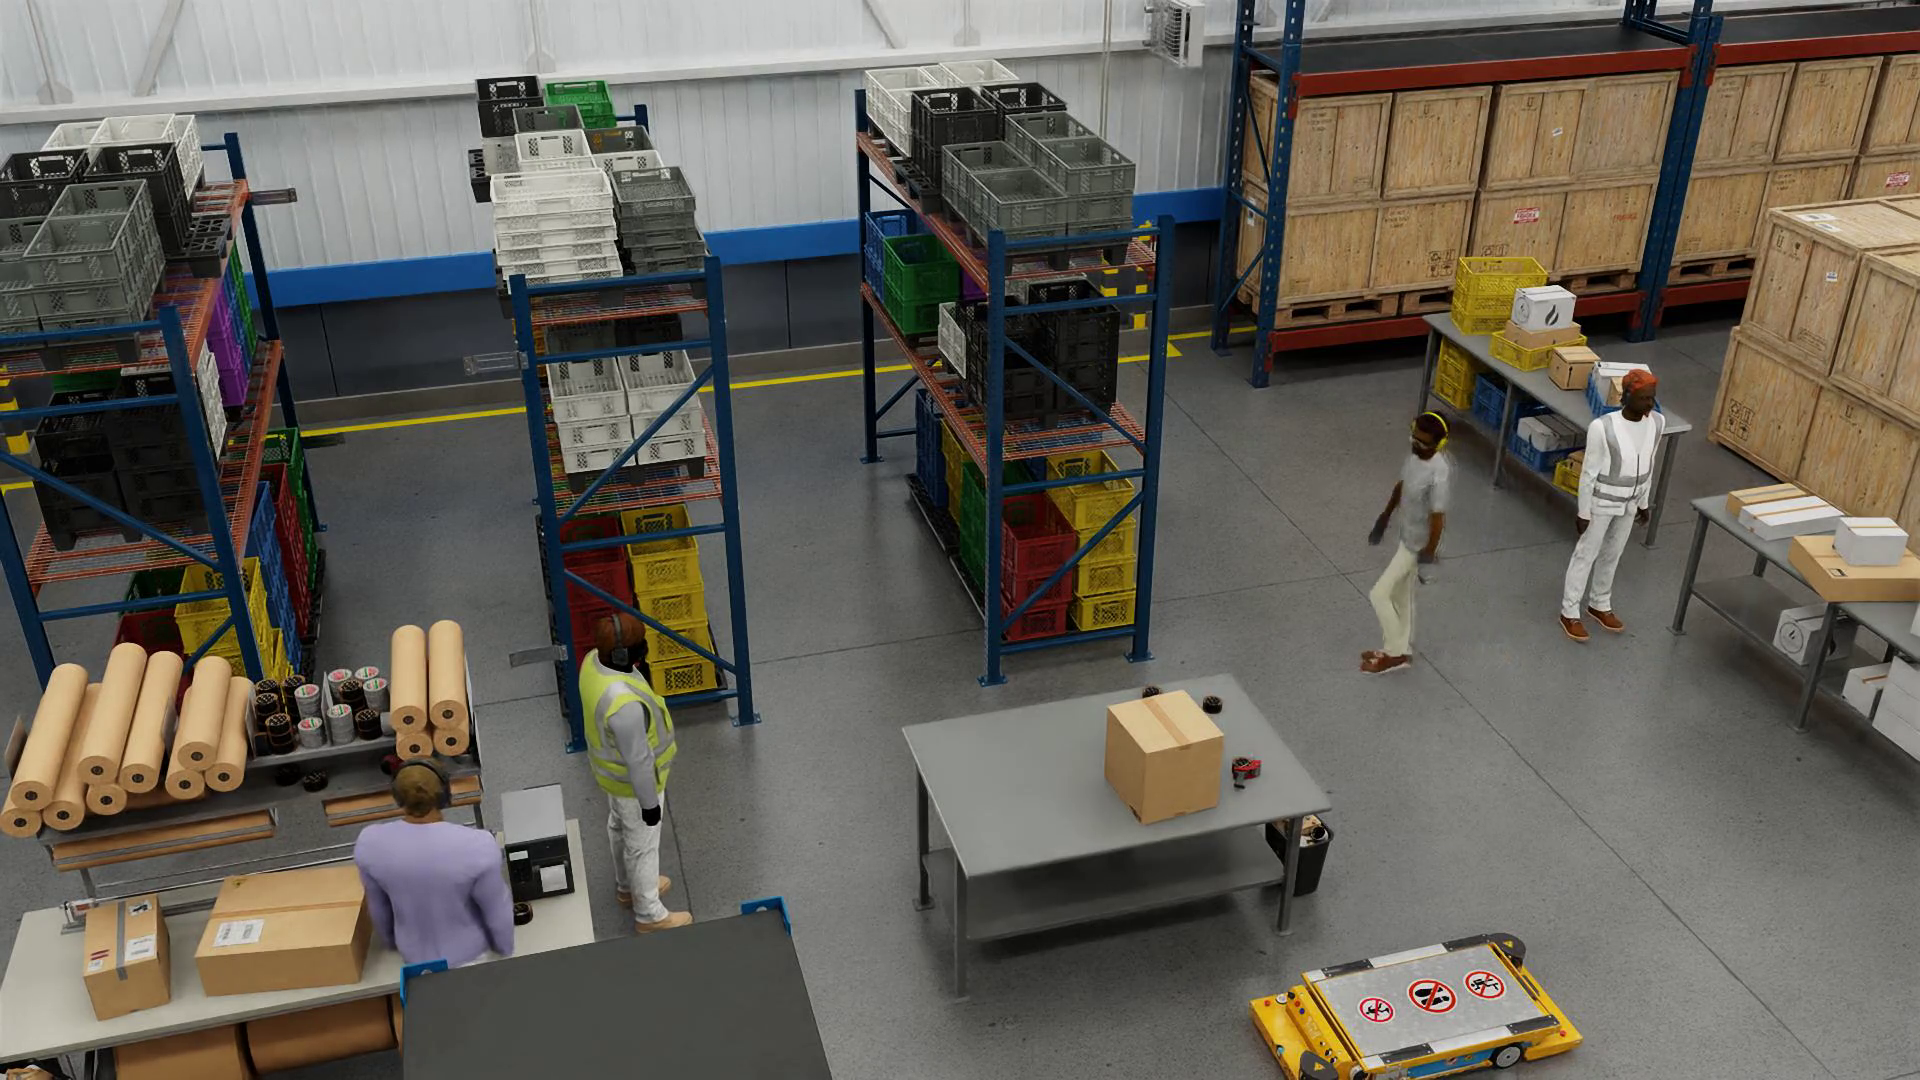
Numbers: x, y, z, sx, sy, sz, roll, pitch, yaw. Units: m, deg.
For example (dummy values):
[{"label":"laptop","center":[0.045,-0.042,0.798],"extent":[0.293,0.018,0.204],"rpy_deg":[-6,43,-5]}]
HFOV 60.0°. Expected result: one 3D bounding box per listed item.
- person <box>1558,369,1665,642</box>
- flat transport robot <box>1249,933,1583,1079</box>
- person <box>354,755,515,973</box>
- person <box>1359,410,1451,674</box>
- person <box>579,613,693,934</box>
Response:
[{"label":"person","center":[4.279,-0.229,10.887],"extent":[0.575,1.884,0.355],"rpy_deg":[-11,31,-19]},{"label":"flat transport robot","center":[2.184,2.282,7.980],"extent":[1.431,0.197,0.652],"rpy_deg":[-8,30,-14]},{"label":"person","center":[-2.220,1.764,7.220],"extent":[0.625,1.931,0.371],"rpy_deg":[2,29,4]},{"label":"person","center":[2.765,0.004,10.507],"extent":[0.488,1.846,0.582],"rpy_deg":[4,29,7]},{"label":"person","center":[-1.637,1.170,8.385],"extent":[0.429,1.842,0.634],"rpy_deg":[-14,32,-23]}]
